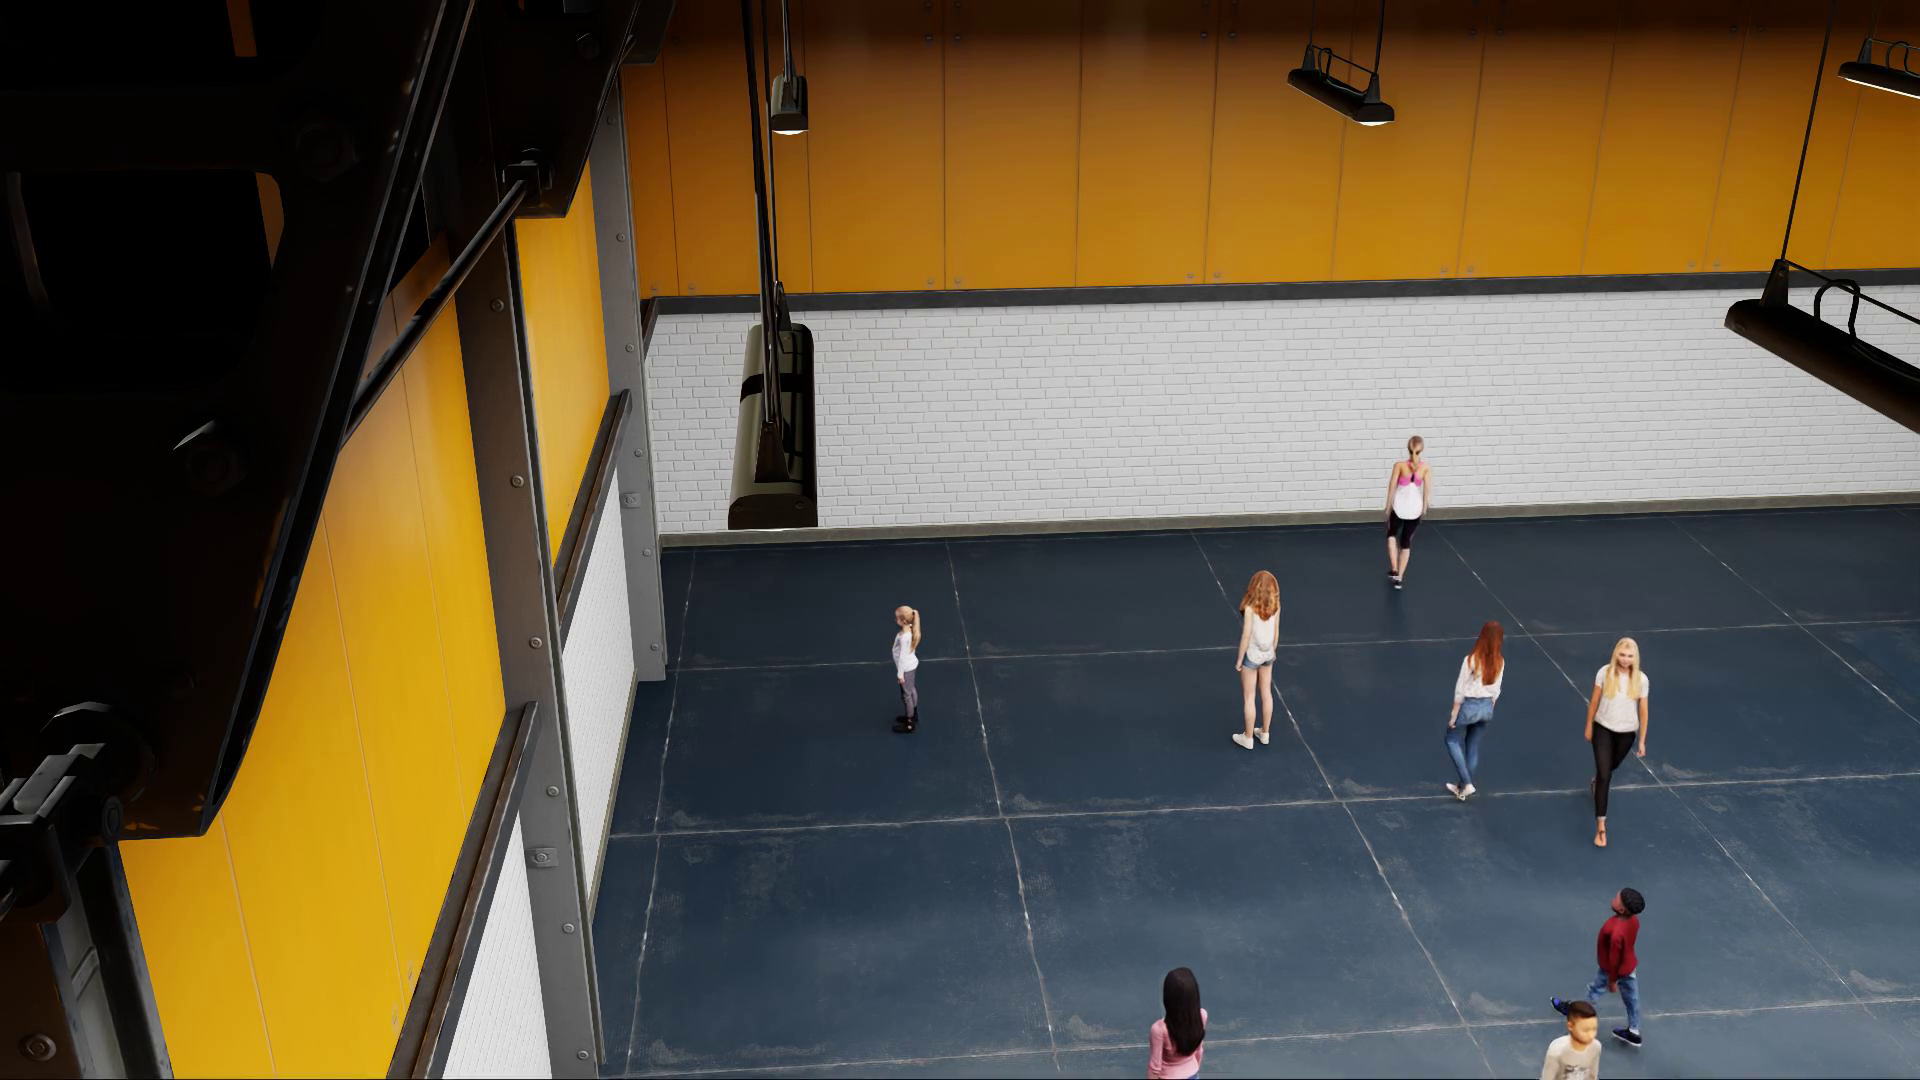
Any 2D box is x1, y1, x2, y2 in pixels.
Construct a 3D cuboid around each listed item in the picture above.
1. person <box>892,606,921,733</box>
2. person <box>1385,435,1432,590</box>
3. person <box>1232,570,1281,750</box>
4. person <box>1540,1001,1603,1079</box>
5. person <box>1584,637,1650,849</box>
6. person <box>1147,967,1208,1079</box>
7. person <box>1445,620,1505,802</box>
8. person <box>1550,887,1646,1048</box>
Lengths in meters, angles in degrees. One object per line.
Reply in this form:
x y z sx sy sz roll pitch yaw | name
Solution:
-0.494 1.199 15.714 0.600 1.277 0.509 6 24 12 | person
4.966 -0.273 18.465 0.671 1.771 0.666 2 24 4 | person
2.753 1.100 15.338 0.651 1.759 0.629 -11 26 -24 | person
3.708 3.453 10.336 0.622 1.453 0.821 -6 24 -13 | person
5.549 1.612 14.137 0.868 1.782 1.261 5 24 11 | person
1.319 3.352 10.207 0.641 1.743 0.644 -13 27 -27 | person
4.497 1.533 14.405 0.658 1.714 0.728 -6 24 -14 | person
4.665 3.006 11.643 0.823 1.226 0.937 -20 31 -39 | person
